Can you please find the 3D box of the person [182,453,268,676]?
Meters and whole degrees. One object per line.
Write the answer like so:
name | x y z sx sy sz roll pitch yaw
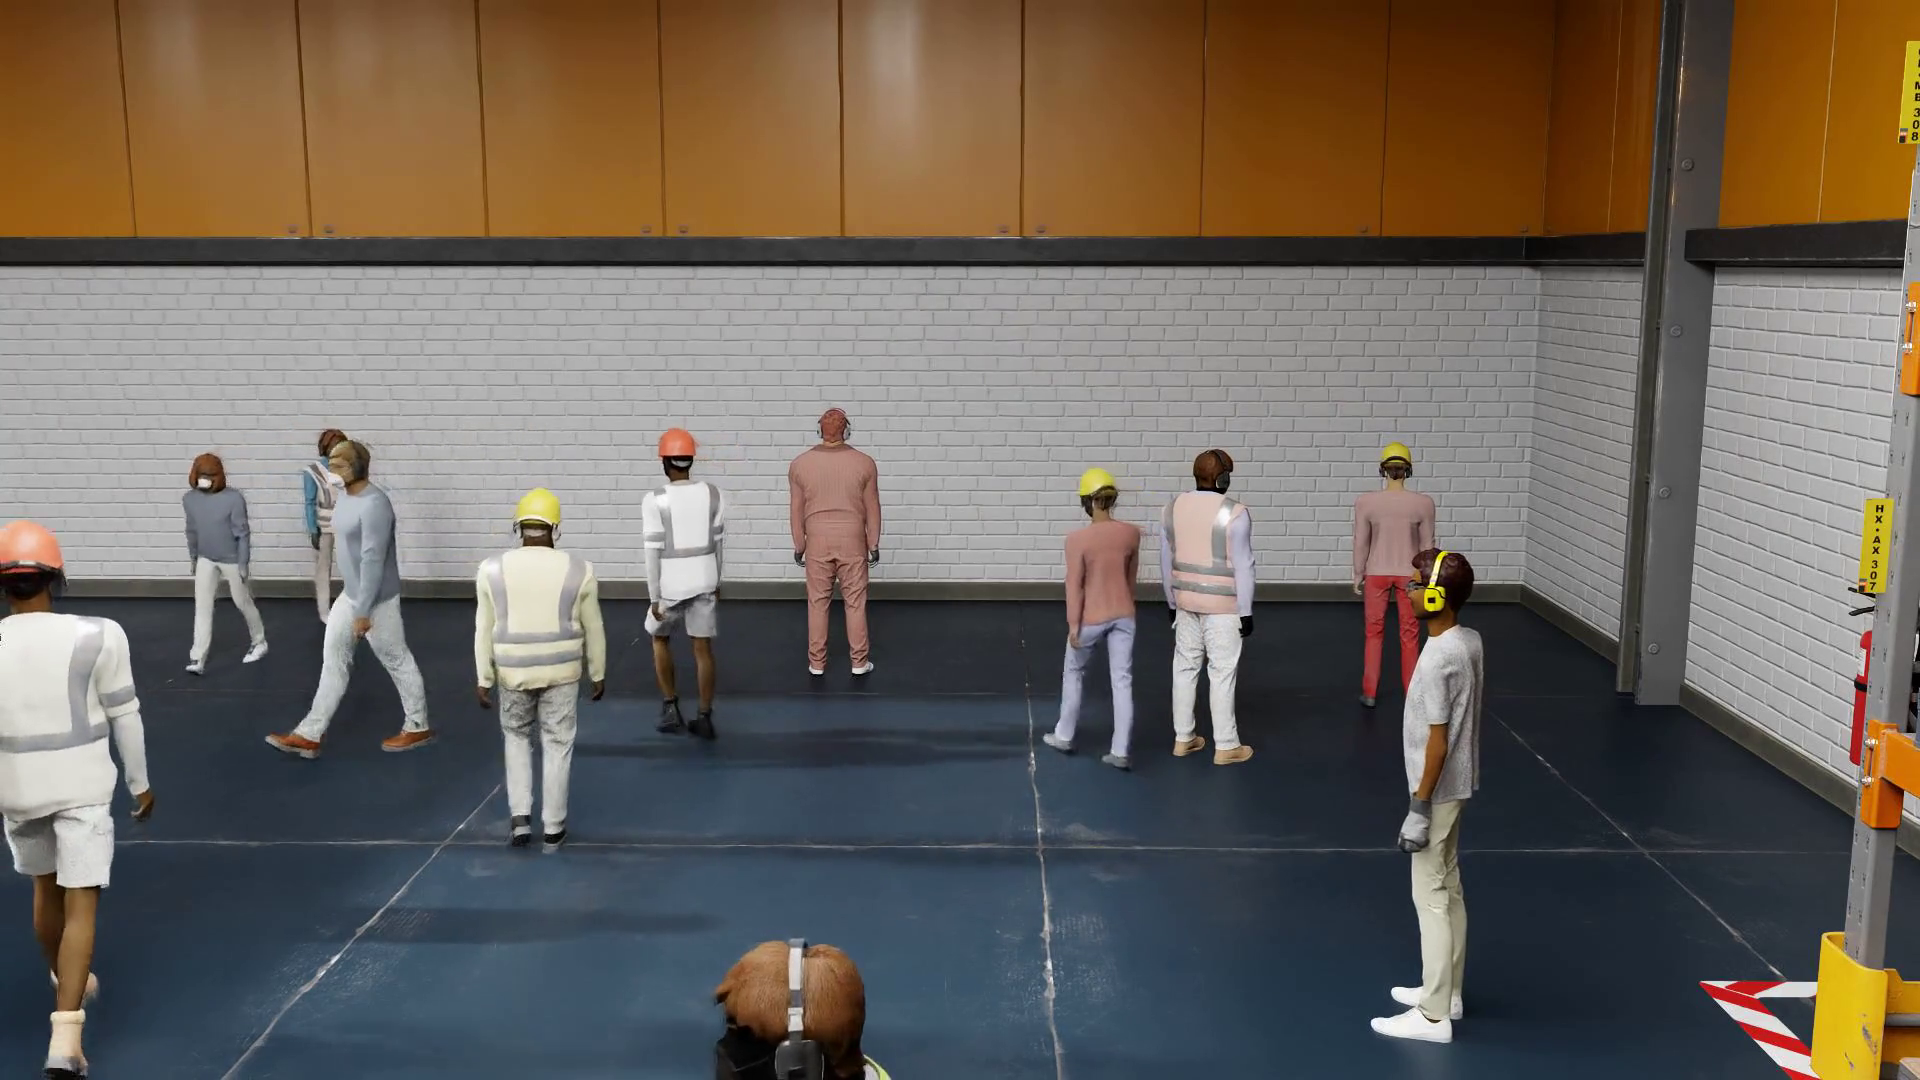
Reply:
person | -5.286 0.158 11.878 0.536 1.586 0.881 1 10 5

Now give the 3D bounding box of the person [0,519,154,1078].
person | -3.333 0.923 6.079 0.608 2.007 1.020 -2 10 -13

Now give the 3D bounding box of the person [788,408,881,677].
person | -0.872 0.023 11.737 0.643 1.909 0.409 0 9 1

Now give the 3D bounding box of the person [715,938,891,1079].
person | -0.224 1.553 2.813 0.431 1.835 0.633 -2 10 -9

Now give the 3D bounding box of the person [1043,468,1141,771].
person | 0.785 0.440 9.737 0.536 1.734 0.780 -4 10 -22

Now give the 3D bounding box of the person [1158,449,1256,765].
person | 1.470 0.386 9.755 0.619 1.845 0.430 9 13 42

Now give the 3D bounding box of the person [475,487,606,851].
person | -2.072 0.645 8.271 0.629 1.818 0.470 -2 10 -9

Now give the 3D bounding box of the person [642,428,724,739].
person | -1.711 0.267 10.260 0.562 1.916 0.606 -5 11 -29

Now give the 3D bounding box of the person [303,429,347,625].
person | -4.905 -0.070 13.183 0.827 1.594 0.546 8 13 41

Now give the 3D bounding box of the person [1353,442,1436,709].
person | 2.830 0.241 10.875 0.522 1.761 0.321 2 10 13

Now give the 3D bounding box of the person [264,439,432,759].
person | -3.572 0.367 9.709 0.993 1.889 0.662 -8 13 -41

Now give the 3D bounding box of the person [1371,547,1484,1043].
person | 1.777 0.954 6.269 0.322 1.871 0.531 5 11 30
